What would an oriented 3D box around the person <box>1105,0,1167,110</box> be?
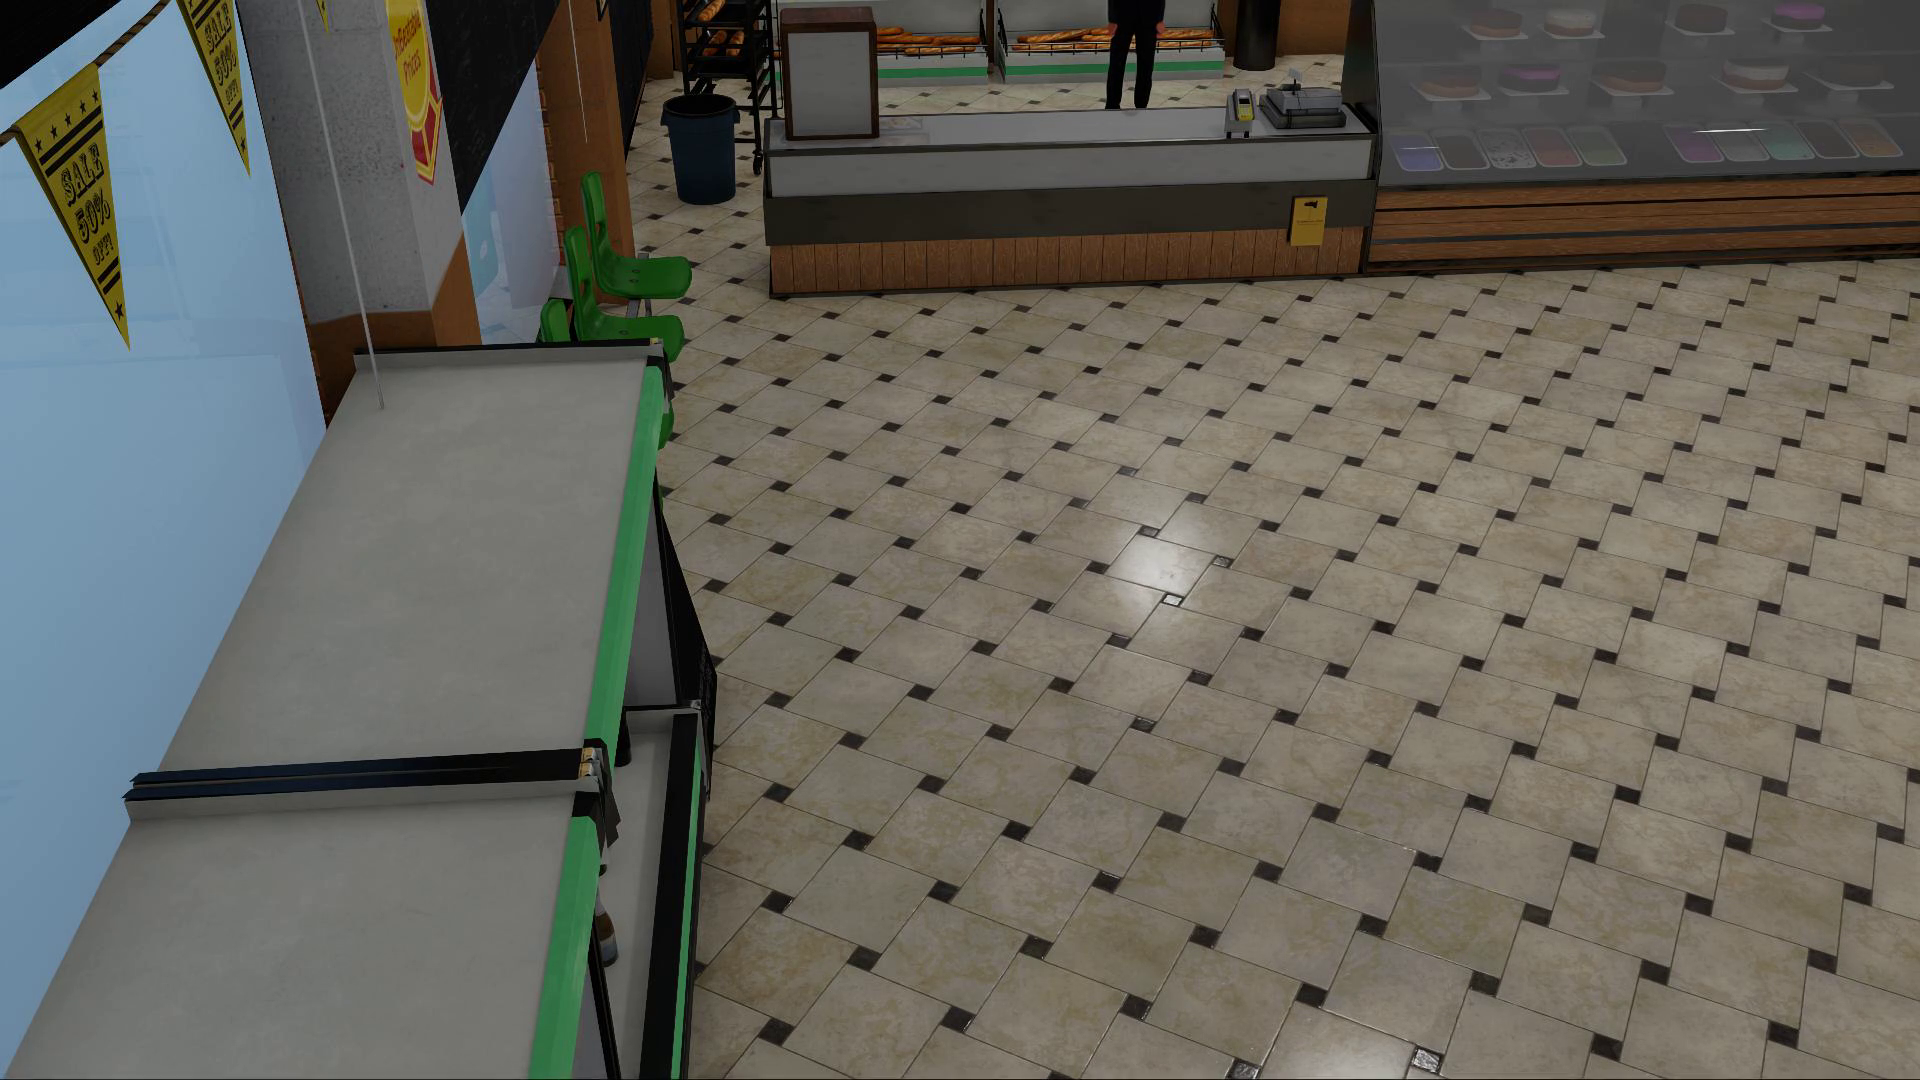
[{"bbox_3d":[1.430,-4.244,13.474,0.619,1.867,0.573,-2,32,-3],"label":"person"}]
